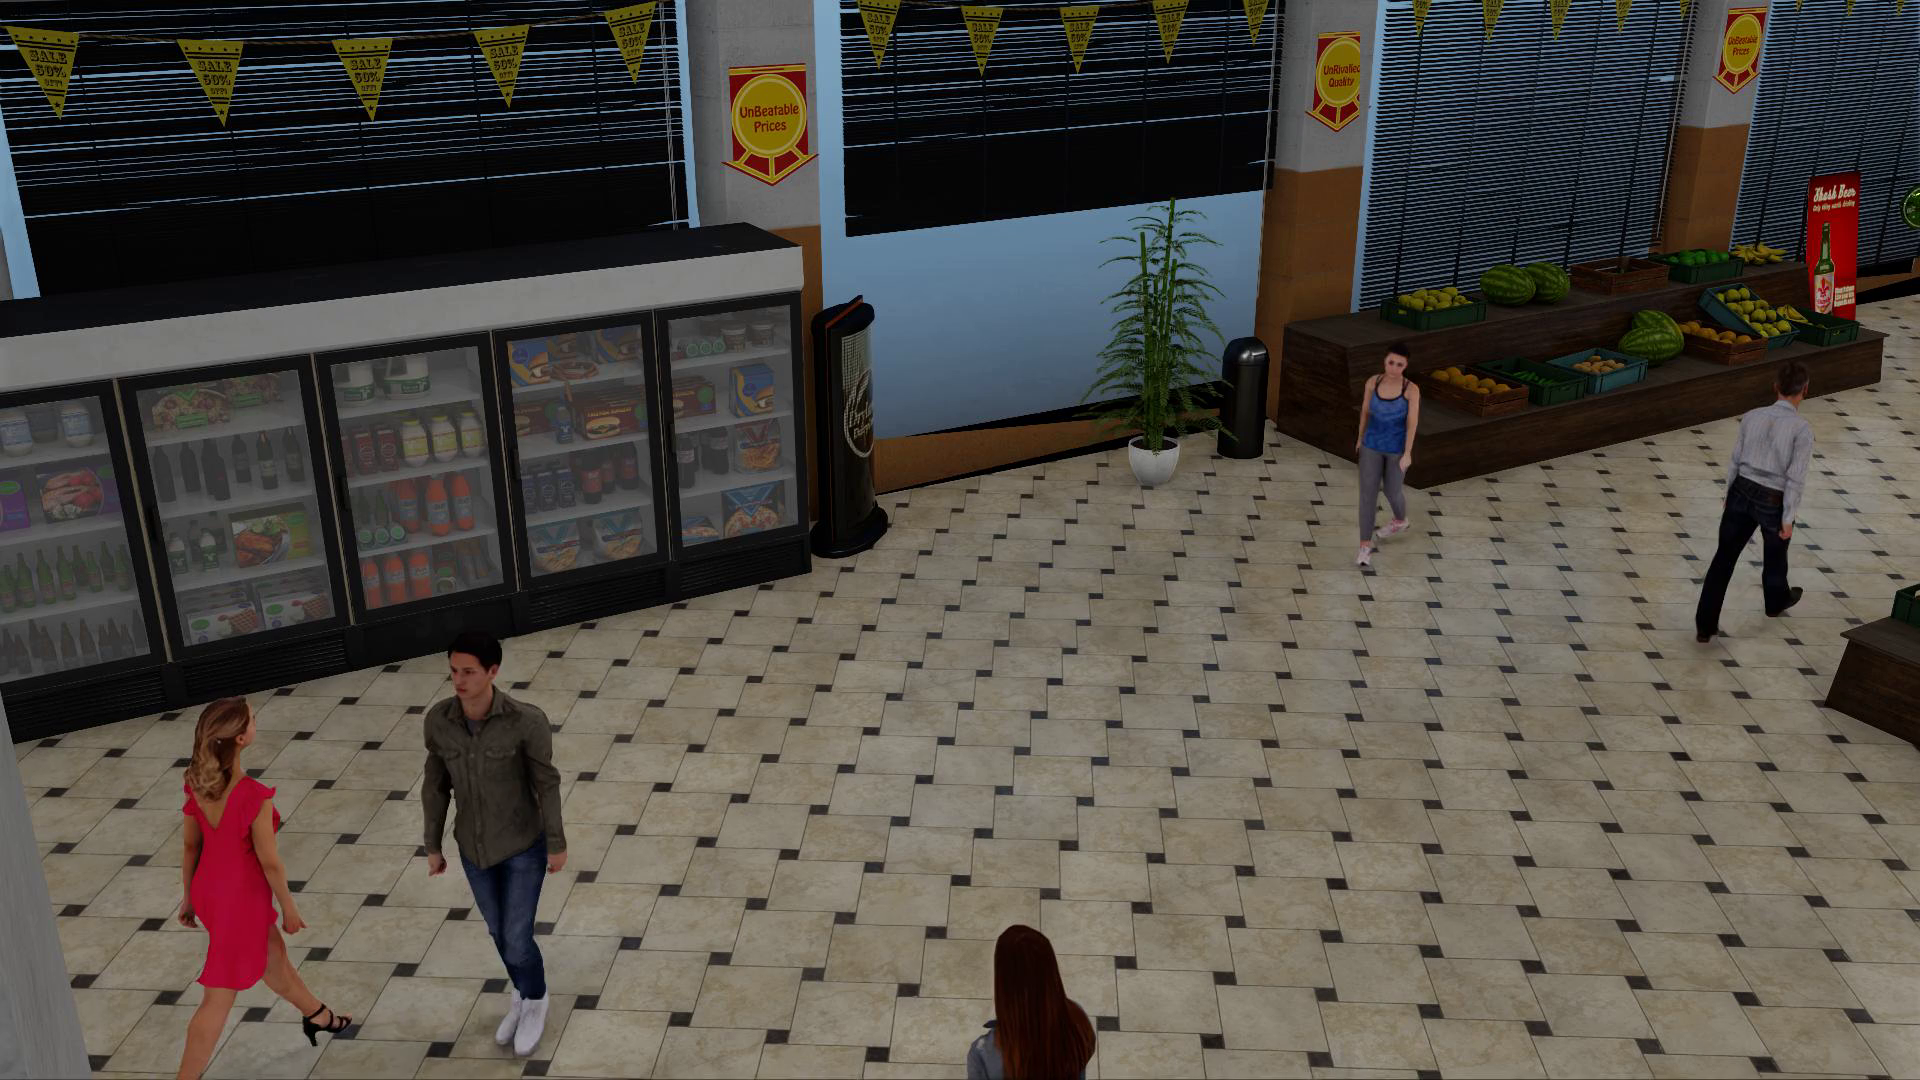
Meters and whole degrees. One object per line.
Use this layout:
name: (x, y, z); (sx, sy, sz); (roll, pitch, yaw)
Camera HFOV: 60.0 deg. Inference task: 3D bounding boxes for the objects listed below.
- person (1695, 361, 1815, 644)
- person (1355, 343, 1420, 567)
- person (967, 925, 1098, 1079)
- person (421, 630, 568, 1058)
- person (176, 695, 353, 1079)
person: (4.899, -0.167, 10.266); (1.286, 1.742, 0.832); (-18, 28, -37)
person: (3.001, -0.632, 11.662); (0.934, 1.563, 1.120); (15, 26, 33)
person: (0.226, 1.933, 5.095); (0.450, 1.700, 0.659); (-13, 25, -30)
person: (-1.816, 1.181, 6.764); (0.824, 1.851, 0.889); (5, 22, 13)
person: (-2.838, 1.453, 6.334); (0.916, 1.668, 1.185); (14, 26, 30)
